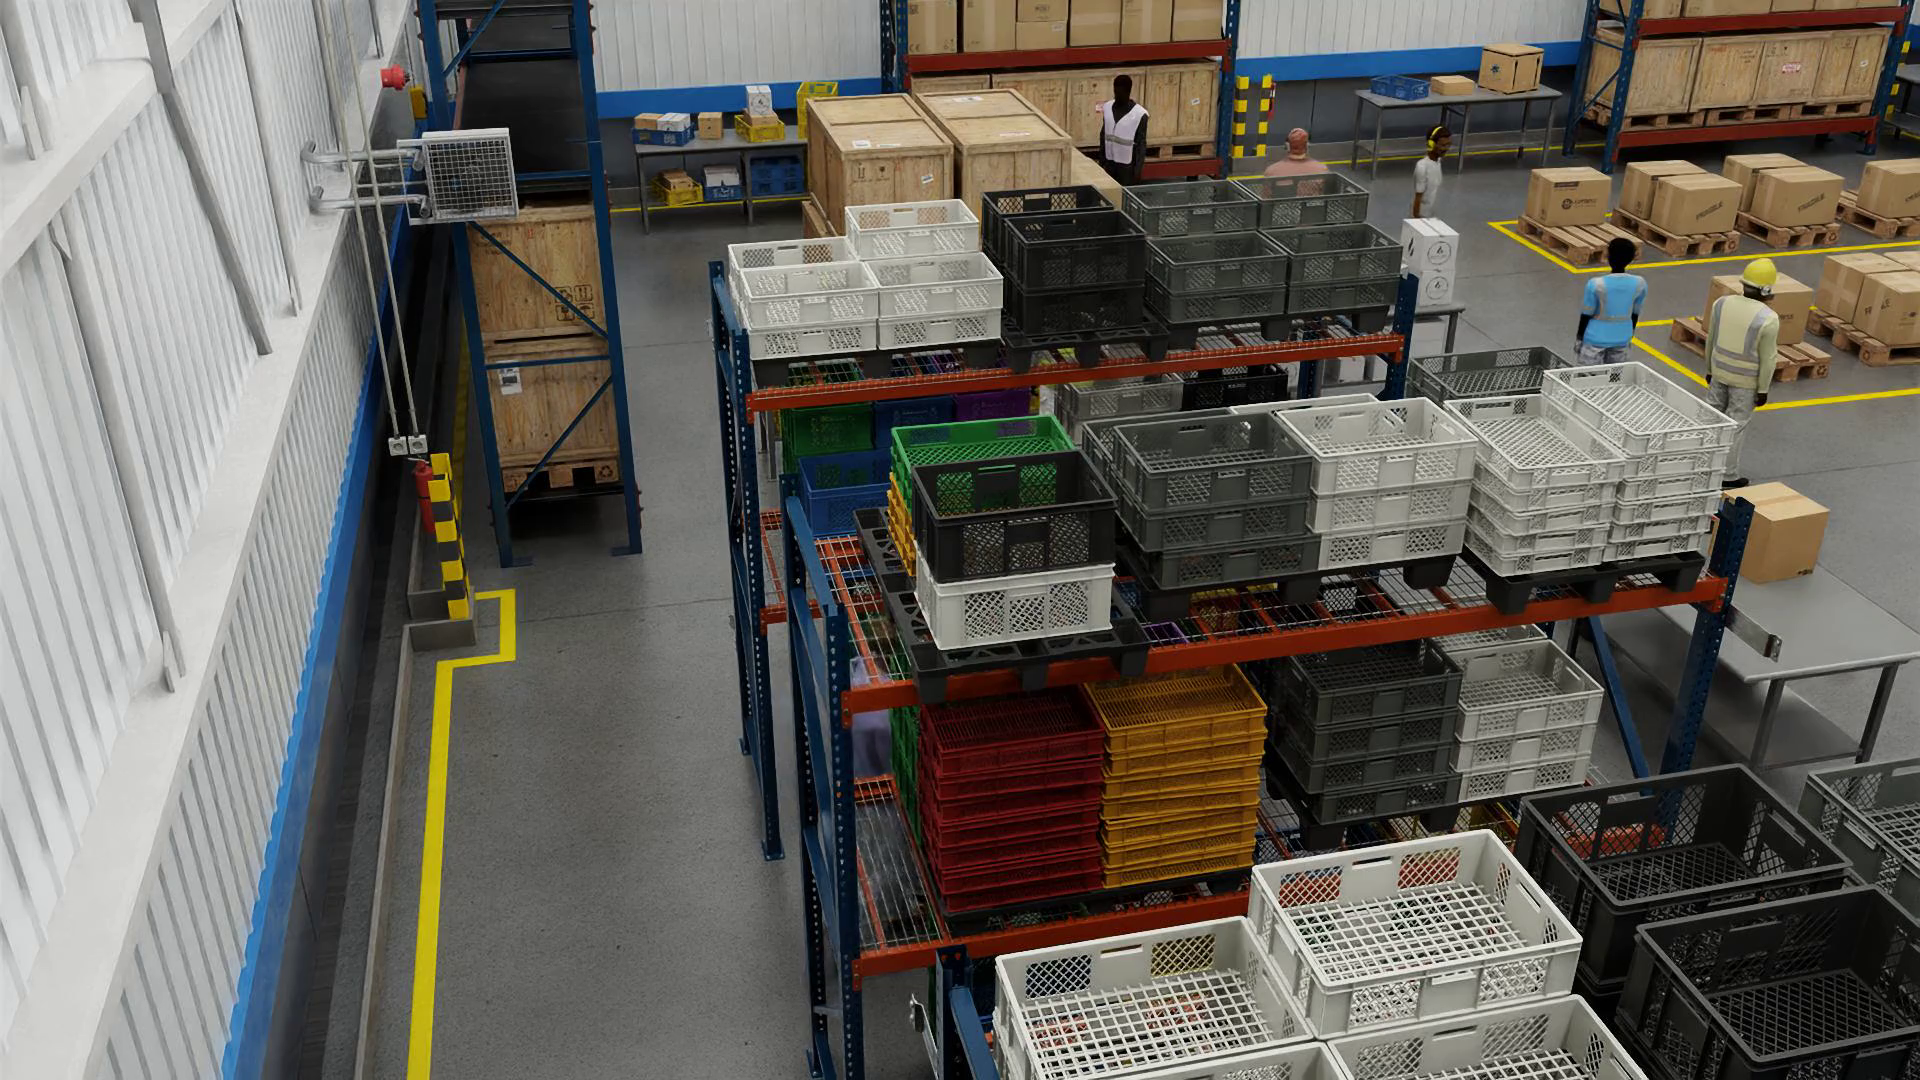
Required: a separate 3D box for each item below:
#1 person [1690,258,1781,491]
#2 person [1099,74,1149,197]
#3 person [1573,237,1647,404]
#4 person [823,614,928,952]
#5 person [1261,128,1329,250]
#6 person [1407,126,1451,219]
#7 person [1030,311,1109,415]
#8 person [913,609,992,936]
[{"bbox_3d":[5.976,-1.271,12.761,0.404,1.837,0.590,-14,31,-24],"label":"person"},{"bbox_3d":[1.749,-4.080,18.008,0.591,1.915,0.393,23,35,36],"label":"person"},{"bbox_3d":[5.285,-1.644,13.624,0.530,1.691,0.318,-3,28,-6],"label":"person"},{"bbox_3d":[-0.371,1.193,7.994,0.595,1.923,0.654,-5,28,-9],"label":"person"},{"bbox_3d":[3.176,-2.994,15.970,0.649,1.900,0.402,2,28,4],"label":"person"},{"bbox_3d":[4.525,-3.102,16.207,0.317,1.863,0.523,16,32,28],"label":"person"},{"bbox_3d":[0.818,-1.215,12.651,0.625,1.844,0.429,5,28,9],"label":"person"},{"bbox_3d":[-0.078,1.106,8.203,0.356,1.883,0.573,-14,31,-25],"label":"person"}]
